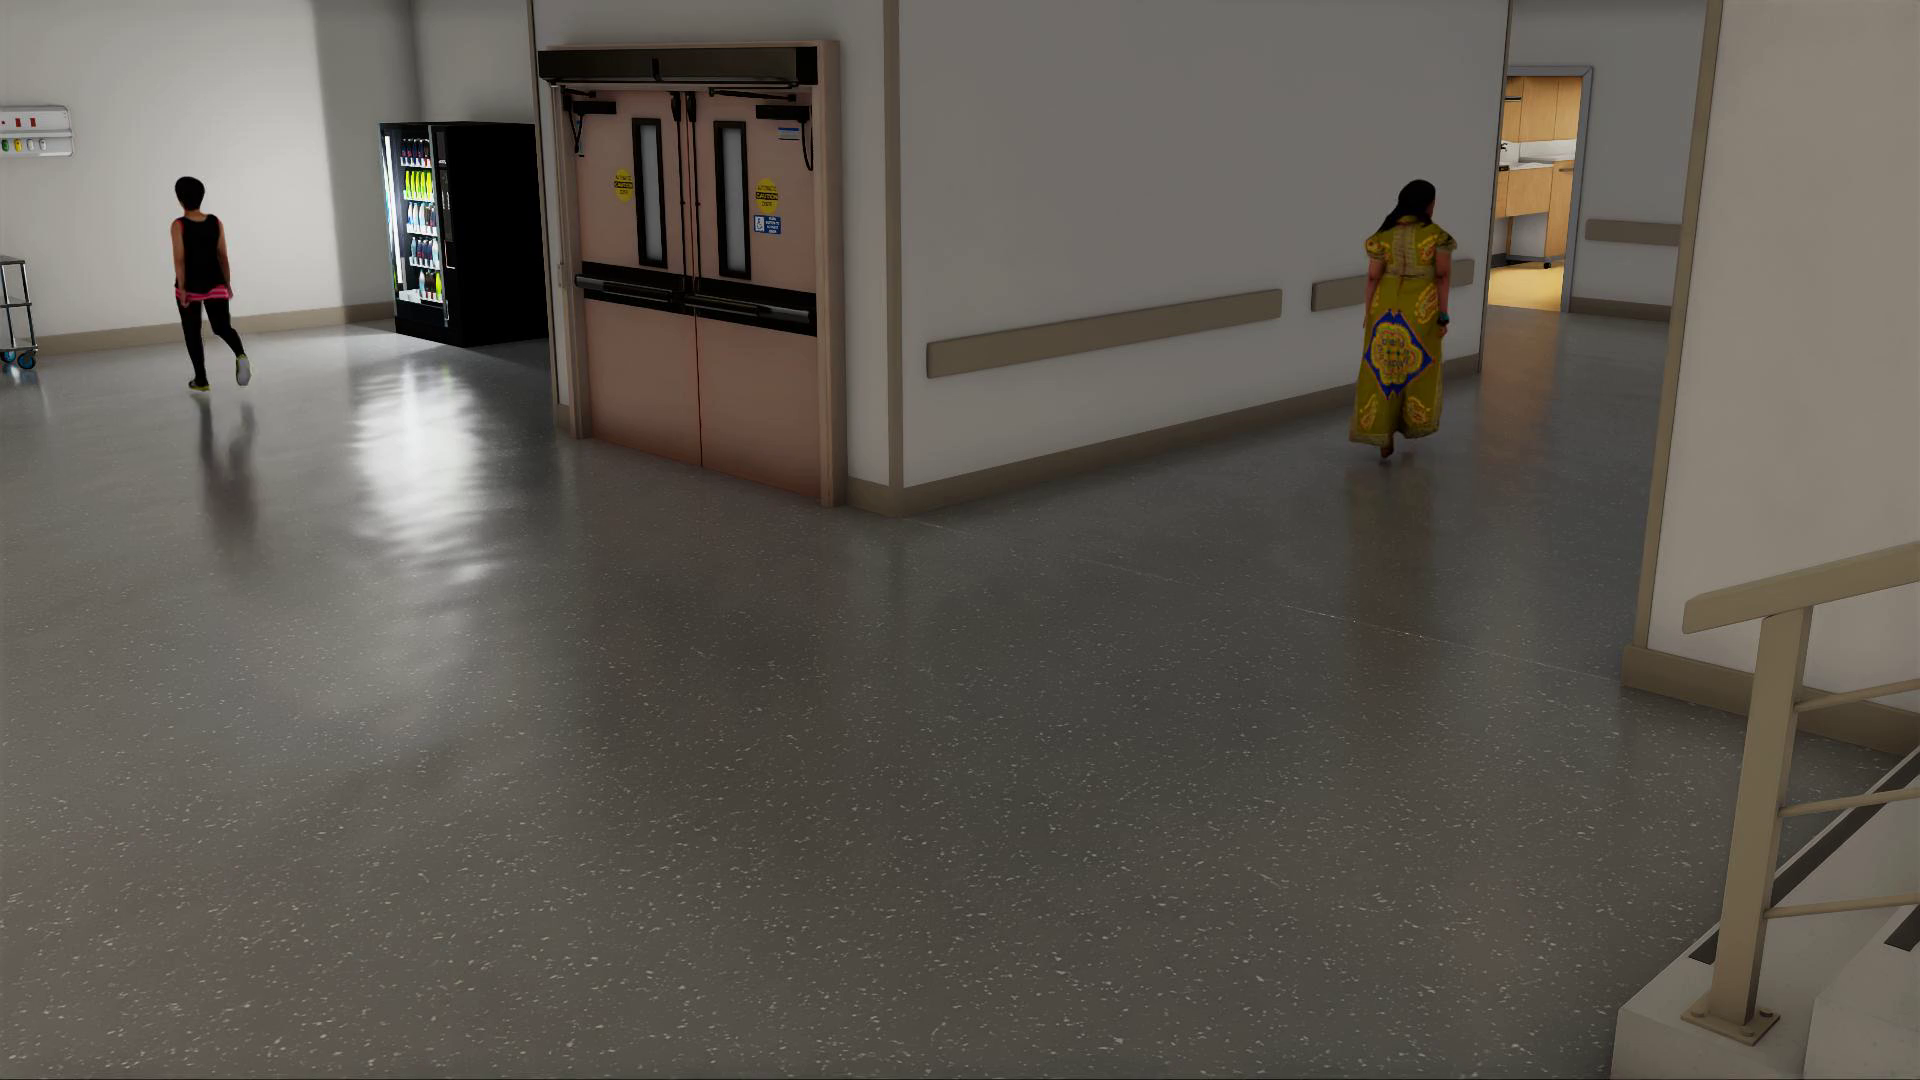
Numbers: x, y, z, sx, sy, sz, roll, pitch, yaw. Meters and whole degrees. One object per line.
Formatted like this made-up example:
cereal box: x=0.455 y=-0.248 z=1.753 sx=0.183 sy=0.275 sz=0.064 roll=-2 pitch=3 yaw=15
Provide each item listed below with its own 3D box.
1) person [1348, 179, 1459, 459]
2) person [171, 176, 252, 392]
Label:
person: x=2.645 y=-1.283 z=9.891 sx=1.258 sy=1.624 sz=1.120 roll=5 pitch=17 yaw=18
person: x=-5.396 y=-1.809 z=11.917 sx=0.889 sy=1.537 sz=0.568 roll=13 pitch=20 yaw=39
